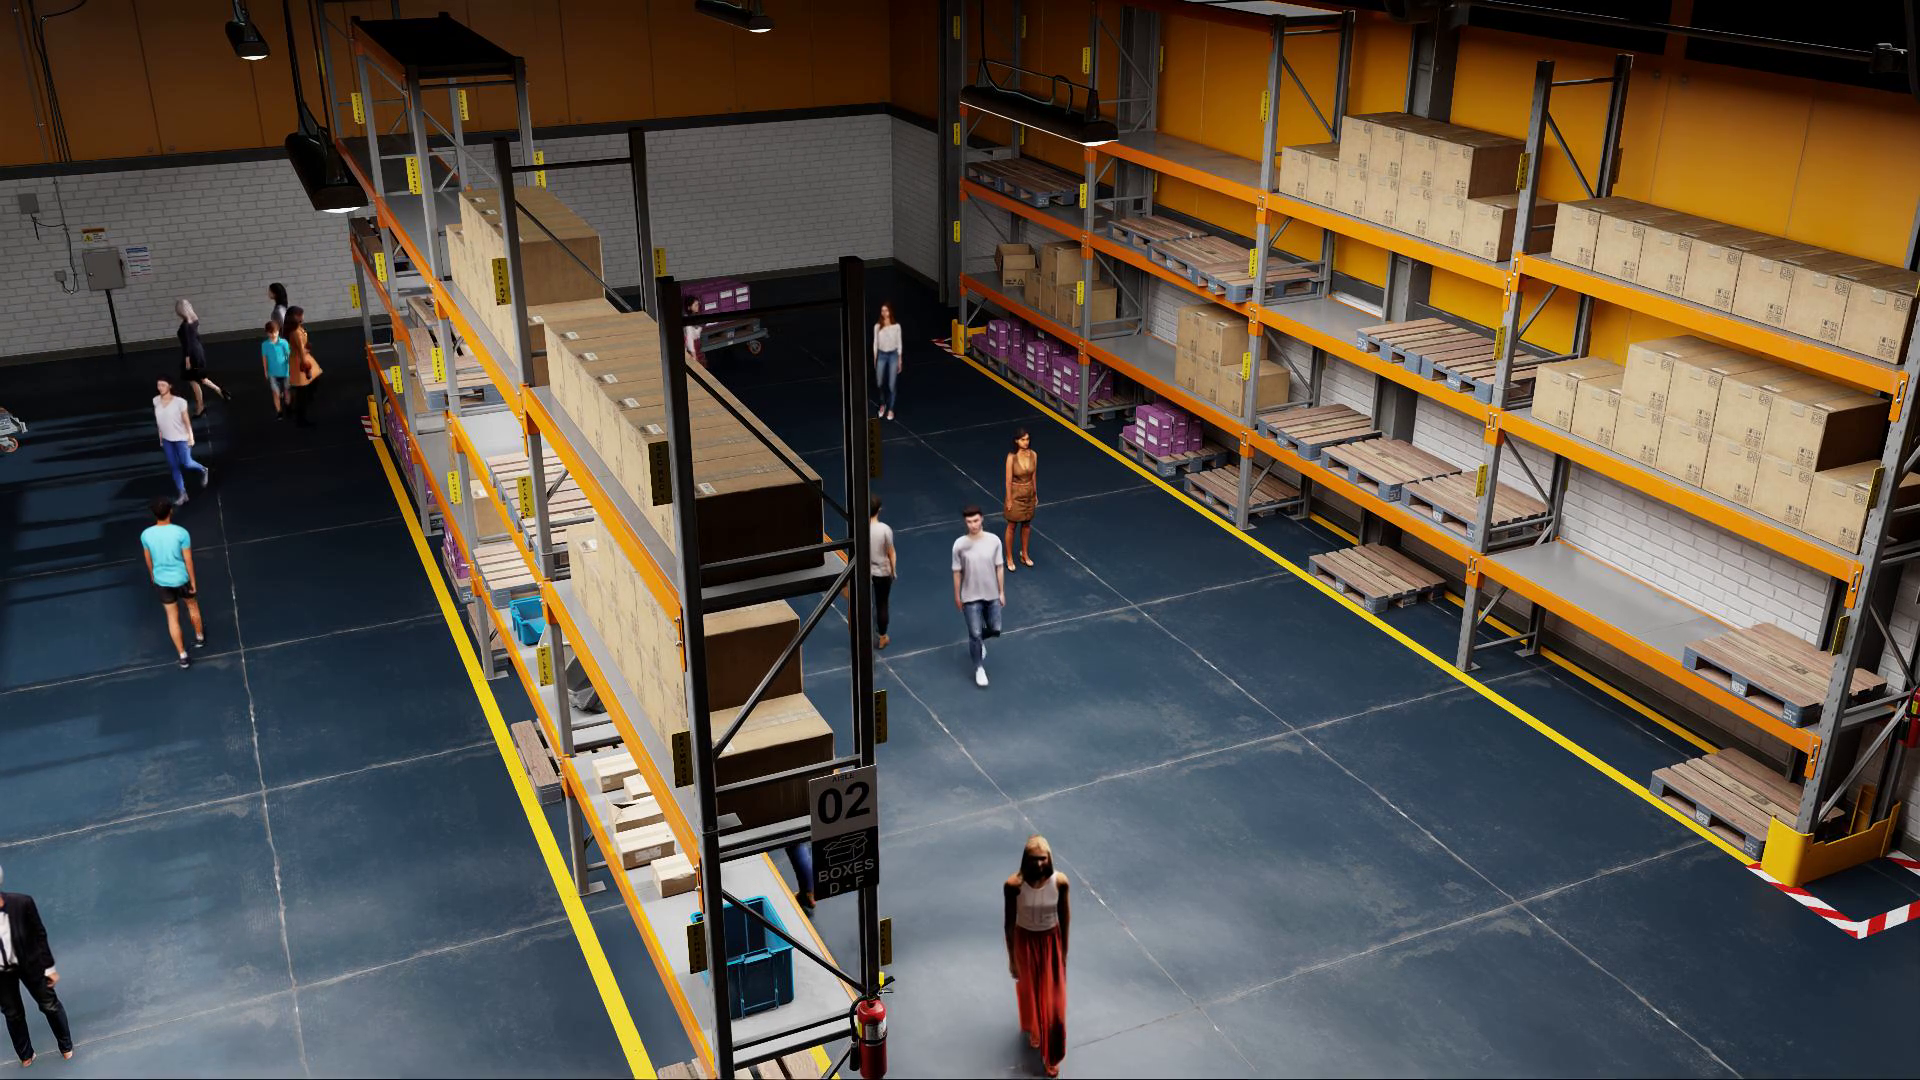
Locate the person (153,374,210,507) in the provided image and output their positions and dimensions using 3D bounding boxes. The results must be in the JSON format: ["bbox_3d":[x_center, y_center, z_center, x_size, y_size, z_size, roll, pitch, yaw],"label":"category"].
[{"bbox_3d":[-9.715,-1.265,20.713,0.882,1.667,0.997,4,24,9],"label":"person"}]

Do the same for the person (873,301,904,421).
[{"bbox_3d":[-1.007,-2.576,23.649,0.677,1.718,0.704,2,24,4],"label":"person"}]

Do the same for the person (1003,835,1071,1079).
[{"bbox_3d":[0.506,2.731,11.427,0.832,1.784,0.986,0,24,0],"label":"person"}]

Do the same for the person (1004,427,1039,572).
[{"bbox_3d":[0.686,-0.476,18.881,0.578,1.690,0.534,-14,27,-29],"label":"person"}]

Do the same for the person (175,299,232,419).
[{"bbox_3d":[-10.781,-2.567,23.609,0.745,1.733,0.830,-5,24,-12],"label":"person"}]

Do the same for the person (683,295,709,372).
[{"bbox_3d":[-3.900,-2.662,23.833,0.829,1.729,0.755,1,24,2],"label":"person"}]

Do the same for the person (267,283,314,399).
[{"bbox_3d":[-9.812,-2.931,24.468,0.809,1.713,0.779,-1,24,-2],"label":"person"}]

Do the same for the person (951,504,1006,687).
[{"bbox_3d":[0.172,0.497,16.427,0.766,1.871,0.925,-7,25,-16],"label":"person"}]

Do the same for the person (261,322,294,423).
[{"bbox_3d":[-9.696,-2.422,23.669,0.554,1.420,0.873,-10,25,-21],"label":"person"}]

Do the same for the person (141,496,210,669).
[{"bbox_3d":[-7.899,0.460,16.669,0.705,1.746,0.945,-7,25,-15],"label":"person"}]

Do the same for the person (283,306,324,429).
[{"bbox_3d":[-9.319,-2.418,23.297,0.858,1.711,0.649,-9,25,-21],"label":"person"}]

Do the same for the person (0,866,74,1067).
[{"bbox_3d":[-6.353,2.916,11.302,0.765,1.779,0.631,-7,25,-15],"label":"person"}]
